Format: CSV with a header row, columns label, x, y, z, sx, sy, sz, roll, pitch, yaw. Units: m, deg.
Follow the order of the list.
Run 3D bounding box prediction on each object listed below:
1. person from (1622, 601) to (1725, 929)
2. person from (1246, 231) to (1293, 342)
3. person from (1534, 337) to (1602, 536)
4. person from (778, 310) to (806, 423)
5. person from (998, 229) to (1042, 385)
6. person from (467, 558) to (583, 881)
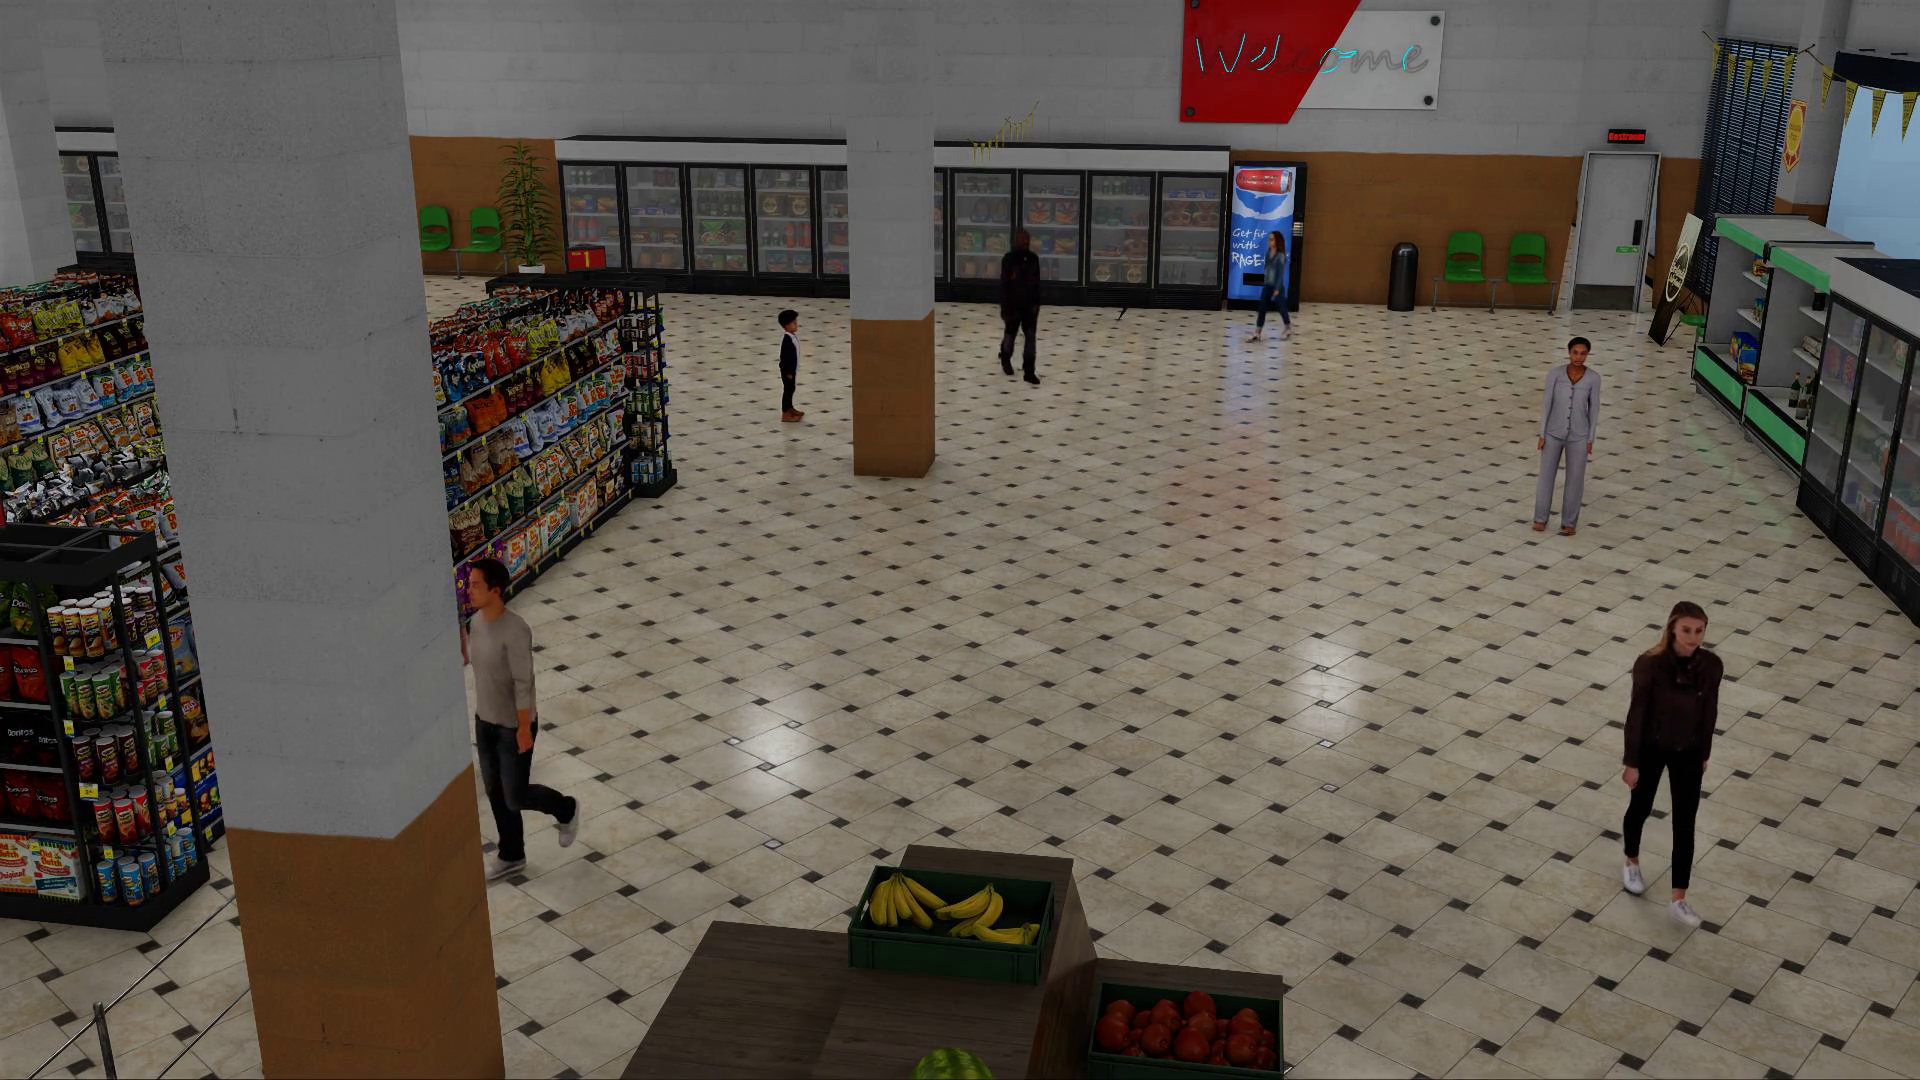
label,x,y,z,sx,sy,sz,roll,pitch,yaw
person,3.645,1.085,8.653,0.666,1.678,0.926,2,19,5
person,4.256,-3.368,22.214,1.022,1.450,0.973,-11,22,-31
person,5.303,-0.931,14.540,0.667,1.735,0.619,7,20,20
person,-1.880,-1.923,18.286,0.566,1.222,0.417,2,19,6
person,0.692,-2.843,20.109,1.070,1.800,1.311,-6,19,-17
person,-2.345,0.939,8.893,0.902,1.800,1.005,16,25,40
